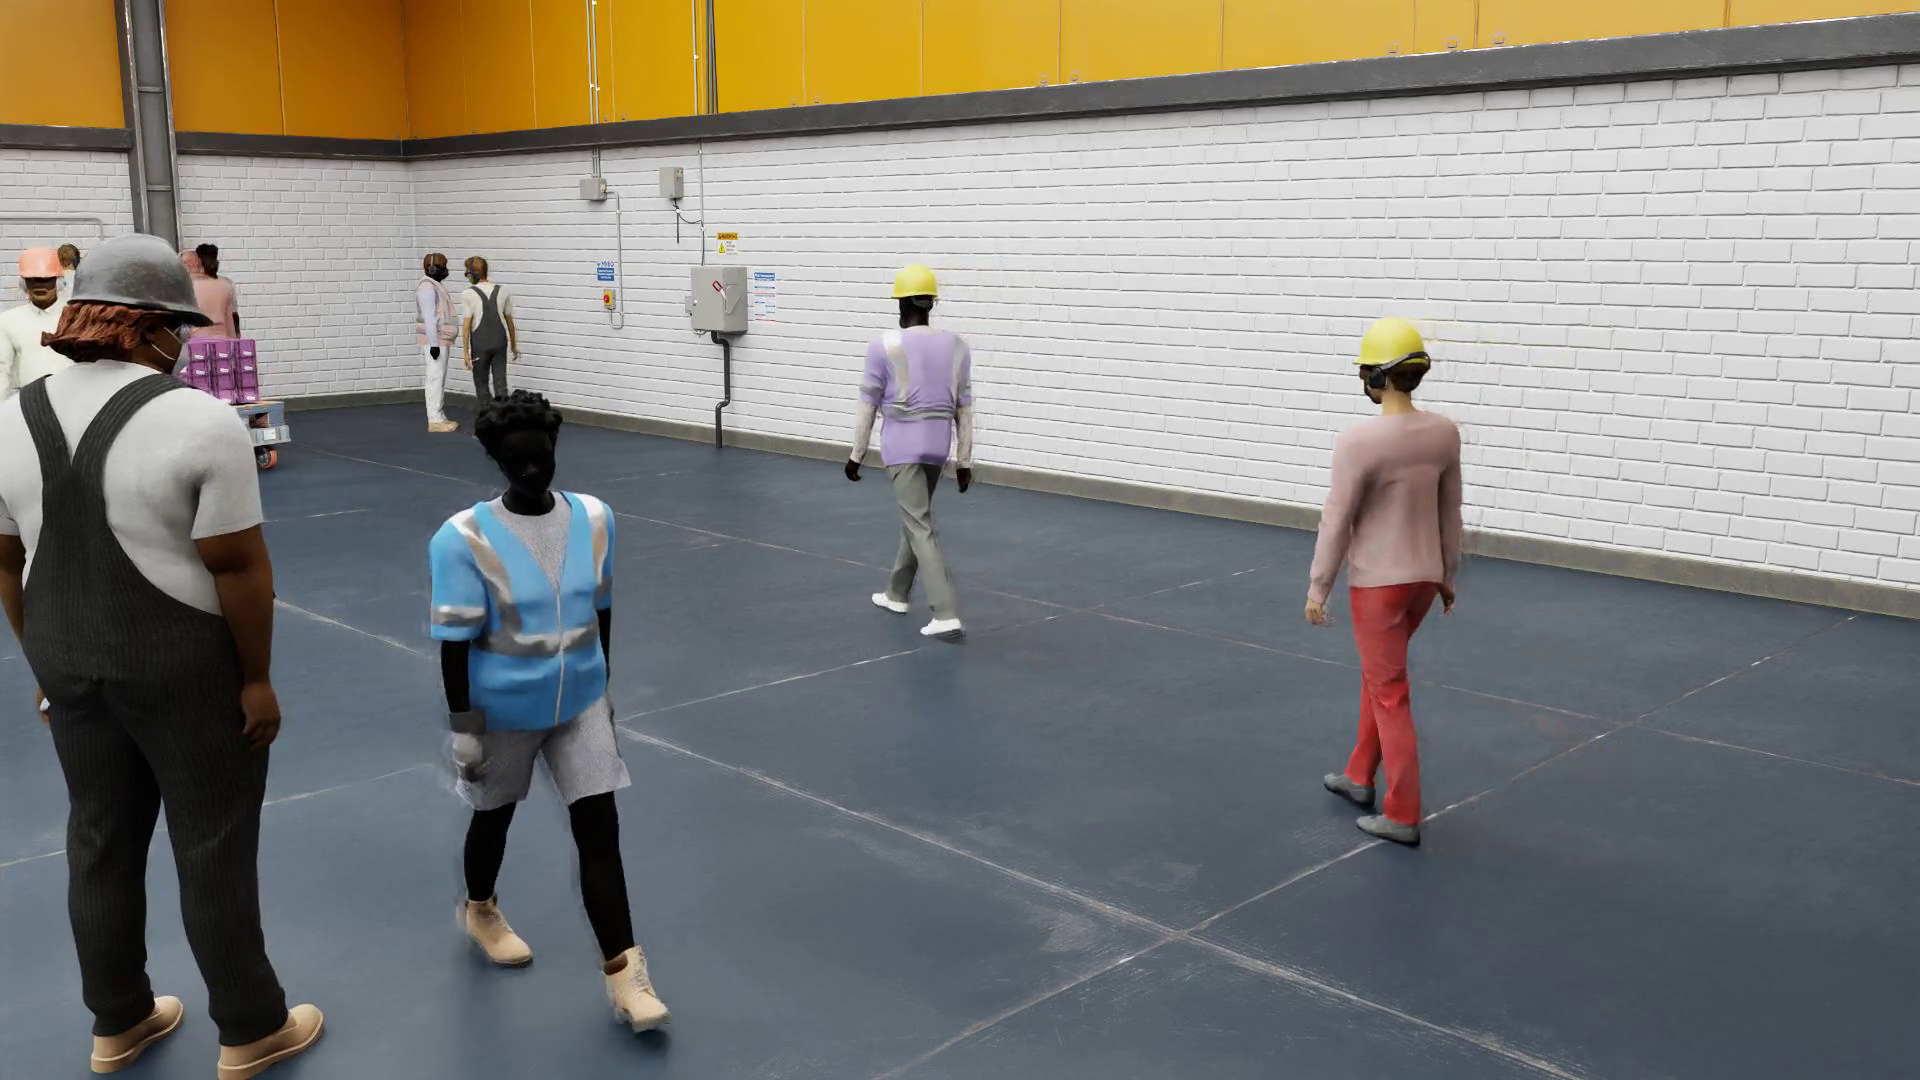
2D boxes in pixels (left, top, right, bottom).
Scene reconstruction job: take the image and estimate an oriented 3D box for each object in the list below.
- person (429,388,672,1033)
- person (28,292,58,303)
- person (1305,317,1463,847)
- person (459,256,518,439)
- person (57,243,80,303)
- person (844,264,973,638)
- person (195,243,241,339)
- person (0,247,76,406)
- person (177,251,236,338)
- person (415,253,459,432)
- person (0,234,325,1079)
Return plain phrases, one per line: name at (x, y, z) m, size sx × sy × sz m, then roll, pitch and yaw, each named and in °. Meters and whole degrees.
person at (-1.115, 0.421, 4.323) m, size 0.542 × 1.642 × 0.903 m, roll -9°, pitch 14°, yaw -40°
person at (-8.174, -1.489, 14.858) m, size 0.521 × 1.604 × 0.815 m, roll 2°, pitch 11°, yaw 9°
person at (1.374, 0.124, 5.650) m, size 0.547 × 1.741 × 0.711 m, roll -6°, pitch 12°, yaw -32°
person at (-4.597, -1.867, 16.325) m, size 0.630 × 1.817 × 0.575 m, roll -8°, pitch 13°, yaw -36°
person at (-8.896, -1.997, 16.712) m, size 0.635 × 1.937 × 0.353 m, roll 0°, pitch 10°, yaw 0°
person at (-0.227, -0.463, 8.531) m, size 0.592 × 1.879 × 0.981 m, roll -8°, pitch 13°, yaw -36°
person at (-7.640, -2.055, 17.037) m, size 0.423 × 1.942 × 0.630 m, roll 6°, pitch 12°, yaw 31°
person at (-5.438, -0.763, 9.955) m, size 0.651 × 1.938 × 1.038 m, roll -2°, pitch 11°, yaw -13°
person at (-7.066, -1.755, 15.568) m, size 0.458 × 1.883 × 0.685 m, roll 5°, pitch 11°, yaw 23°
person at (-5.411, -2.049, 17.259) m, size 0.429 × 1.841 × 0.634 m, roll -2°, pitch 11°, yaw -10°
person at (-1.919, 0.281, 4.009) m, size 0.681 × 2.000 × 0.536 m, roll 2°, pitch 11°, yaw 11°
